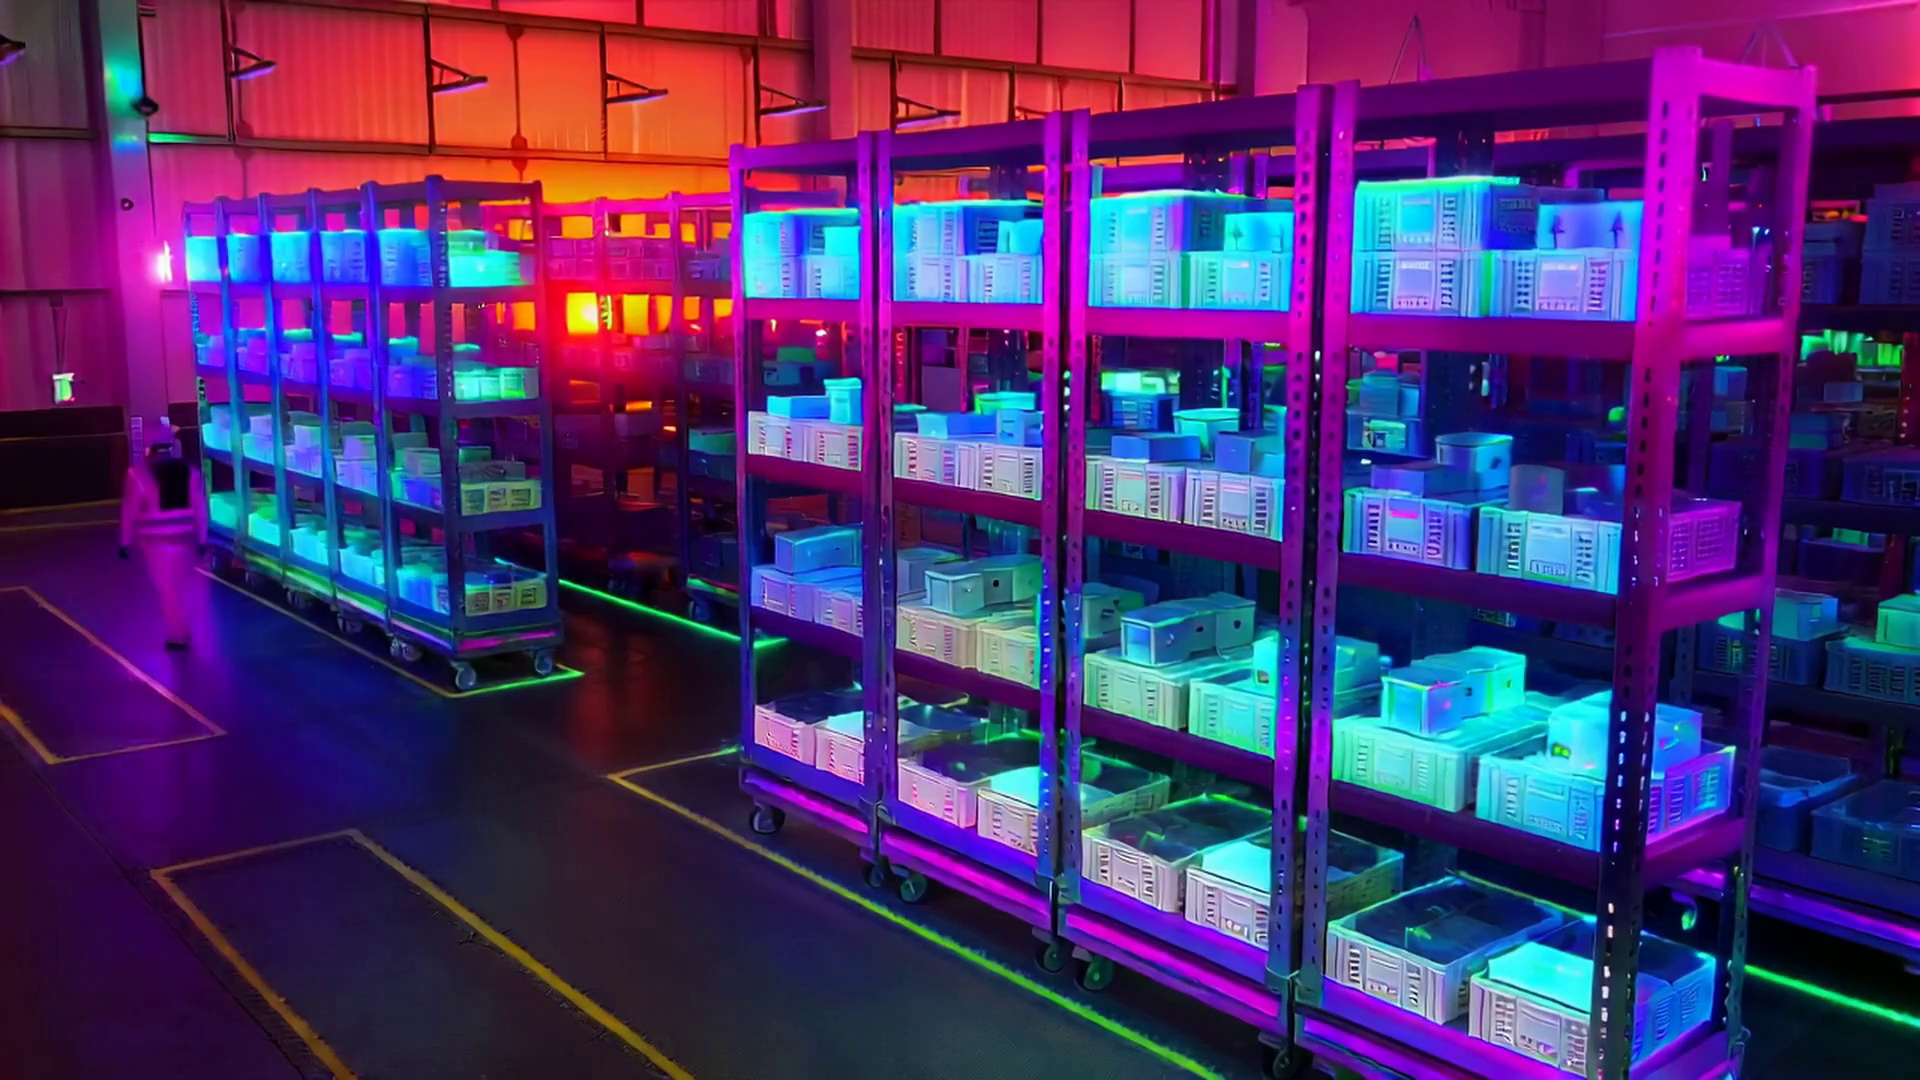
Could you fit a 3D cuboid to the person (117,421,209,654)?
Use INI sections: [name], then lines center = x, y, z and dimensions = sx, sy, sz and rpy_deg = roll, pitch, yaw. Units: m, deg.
[person]
center = -6.234, -0.028, 12.958
dimensions = 0.679, 1.804, 0.596
rpy_deg = 7, 12, 37
